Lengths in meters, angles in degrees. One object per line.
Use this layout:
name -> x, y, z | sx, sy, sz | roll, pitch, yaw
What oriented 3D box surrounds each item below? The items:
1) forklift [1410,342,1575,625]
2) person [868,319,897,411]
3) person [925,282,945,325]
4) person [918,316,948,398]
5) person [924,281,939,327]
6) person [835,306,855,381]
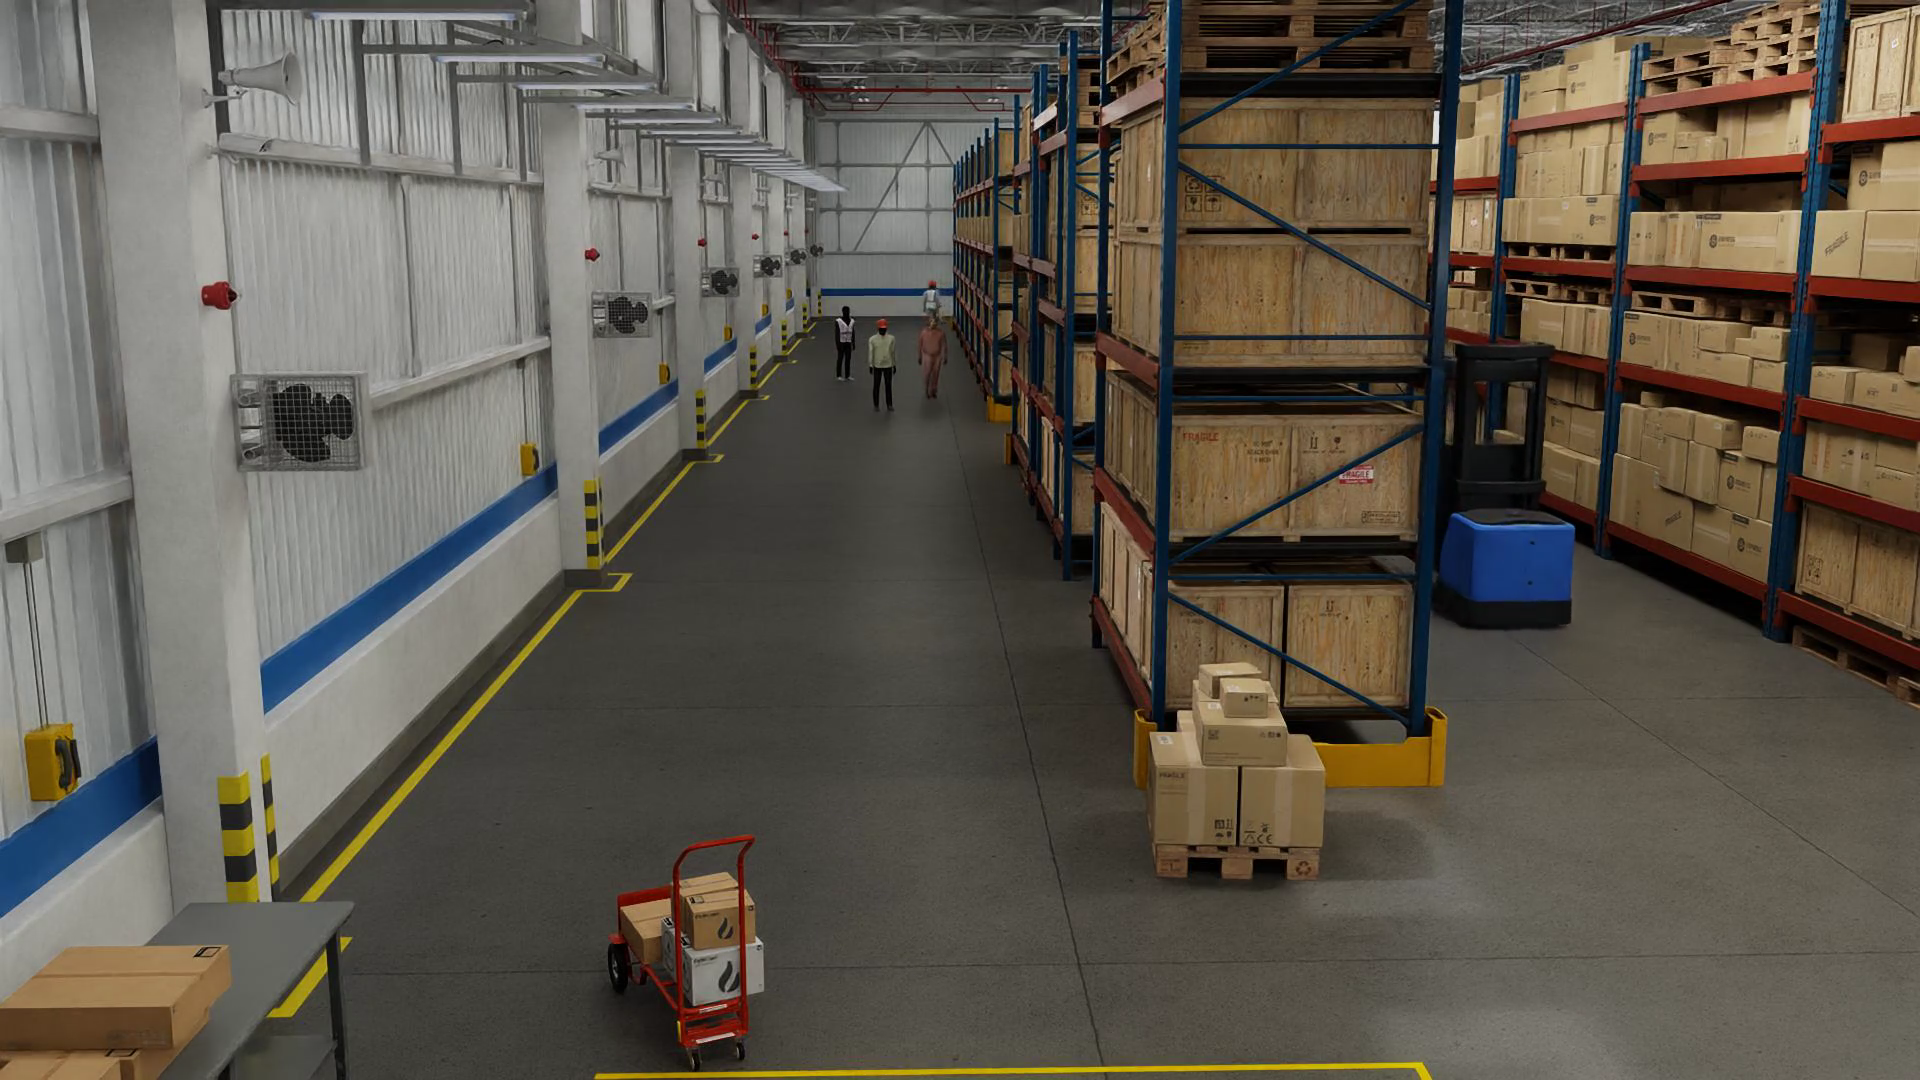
forklift -> 5.561, -0.646, 17.211 | 1.129, 2.768, 1.873 | 0, 11, -2
person -> -1.663, -3.756, 35.733 | 0.617, 1.986, 0.408 | -3, 11, -17
person -> -0.983, -9.239, 64.955 | 0.845, 1.719, 0.574 | -4, 11, -18
person -> -0.602, -4.194, 38.269 | 0.672, 1.874, 0.836 | -2, 11, -10
person -> -1.058, -8.463, 60.465 | 0.559, 1.904, 0.955 | 1, 11, 6
person -> -2.949, -5.029, 42.557 | 0.589, 1.910, 0.401 | -10, 15, -41
